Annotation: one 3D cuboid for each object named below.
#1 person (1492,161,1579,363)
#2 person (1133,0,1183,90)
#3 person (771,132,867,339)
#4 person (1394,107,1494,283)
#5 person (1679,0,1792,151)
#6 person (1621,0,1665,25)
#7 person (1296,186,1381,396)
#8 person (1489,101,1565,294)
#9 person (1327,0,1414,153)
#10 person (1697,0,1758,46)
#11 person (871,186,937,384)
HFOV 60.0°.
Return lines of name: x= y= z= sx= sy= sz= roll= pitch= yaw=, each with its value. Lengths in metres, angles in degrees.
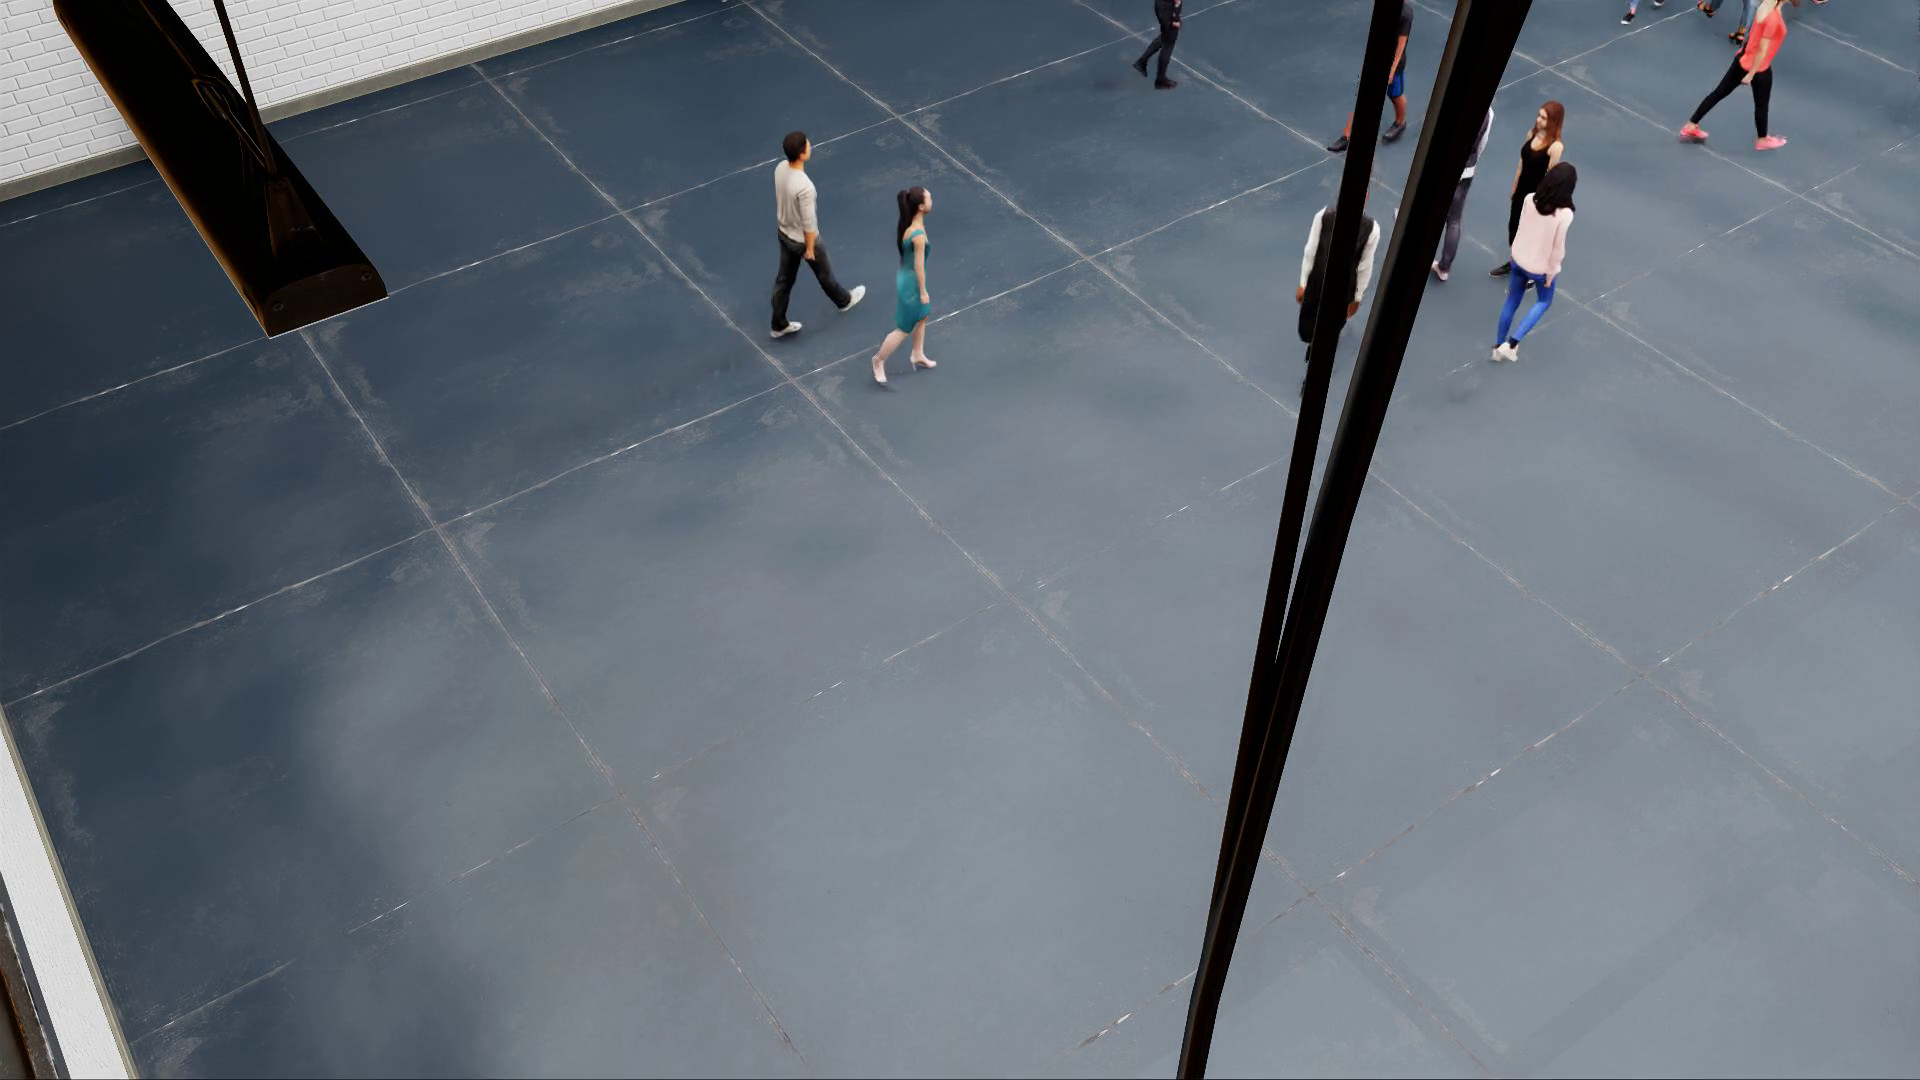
person: x=4.388 y=-2.097 z=12.895 sx=0.681 sy=1.759 sz=0.656 roll=-28 pitch=50 yaw=-26
person: x=1.950 y=-5.175 z=16.189 sx=0.817 sy=1.673 sz=0.745 roll=-5 pitch=44 yaw=-6
person: x=-1.355 y=-2.377 z=13.177 sx=1.133 sy=1.775 sz=0.721 roll=-31 pitch=52 yaw=-28
person: x=4.095 y=-2.976 z=13.802 sx=1.206 sy=1.782 sz=1.082 roll=-8 pitch=44 yaw=-8
person: x=7.218 y=-4.383 z=15.378 sx=1.199 sy=1.646 sz=1.091 roll=4 pitch=44 yaw=4
person: x=7.367 y=-6.253 z=17.335 sx=0.810 sy=1.653 sz=1.171 roll=30 pitch=51 yaw=27
person: x=2.873 y=-1.968 z=12.658 sx=0.926 sy=1.901 sz=1.038 roll=21 pitch=47 yaw=20
person: x=4.738 y=-2.831 z=13.694 sx=0.602 sy=1.720 sz=0.608 roll=-15 pitch=46 yaw=-15
person: x=4.003 y=-4.422 z=15.339 sx=1.169 sy=1.755 sz=0.641 roll=-28 pitch=50 yaw=-26
person: x=8.098 y=-5.859 z=16.924 sx=1.066 sy=1.649 sz=0.984 roll=-7 pitch=44 yaw=-8
person: x=-0.426 y=-1.935 z=12.796 sx=0.858 sy=1.662 sz=0.741 roll=-3 pitch=44 yaw=-3
